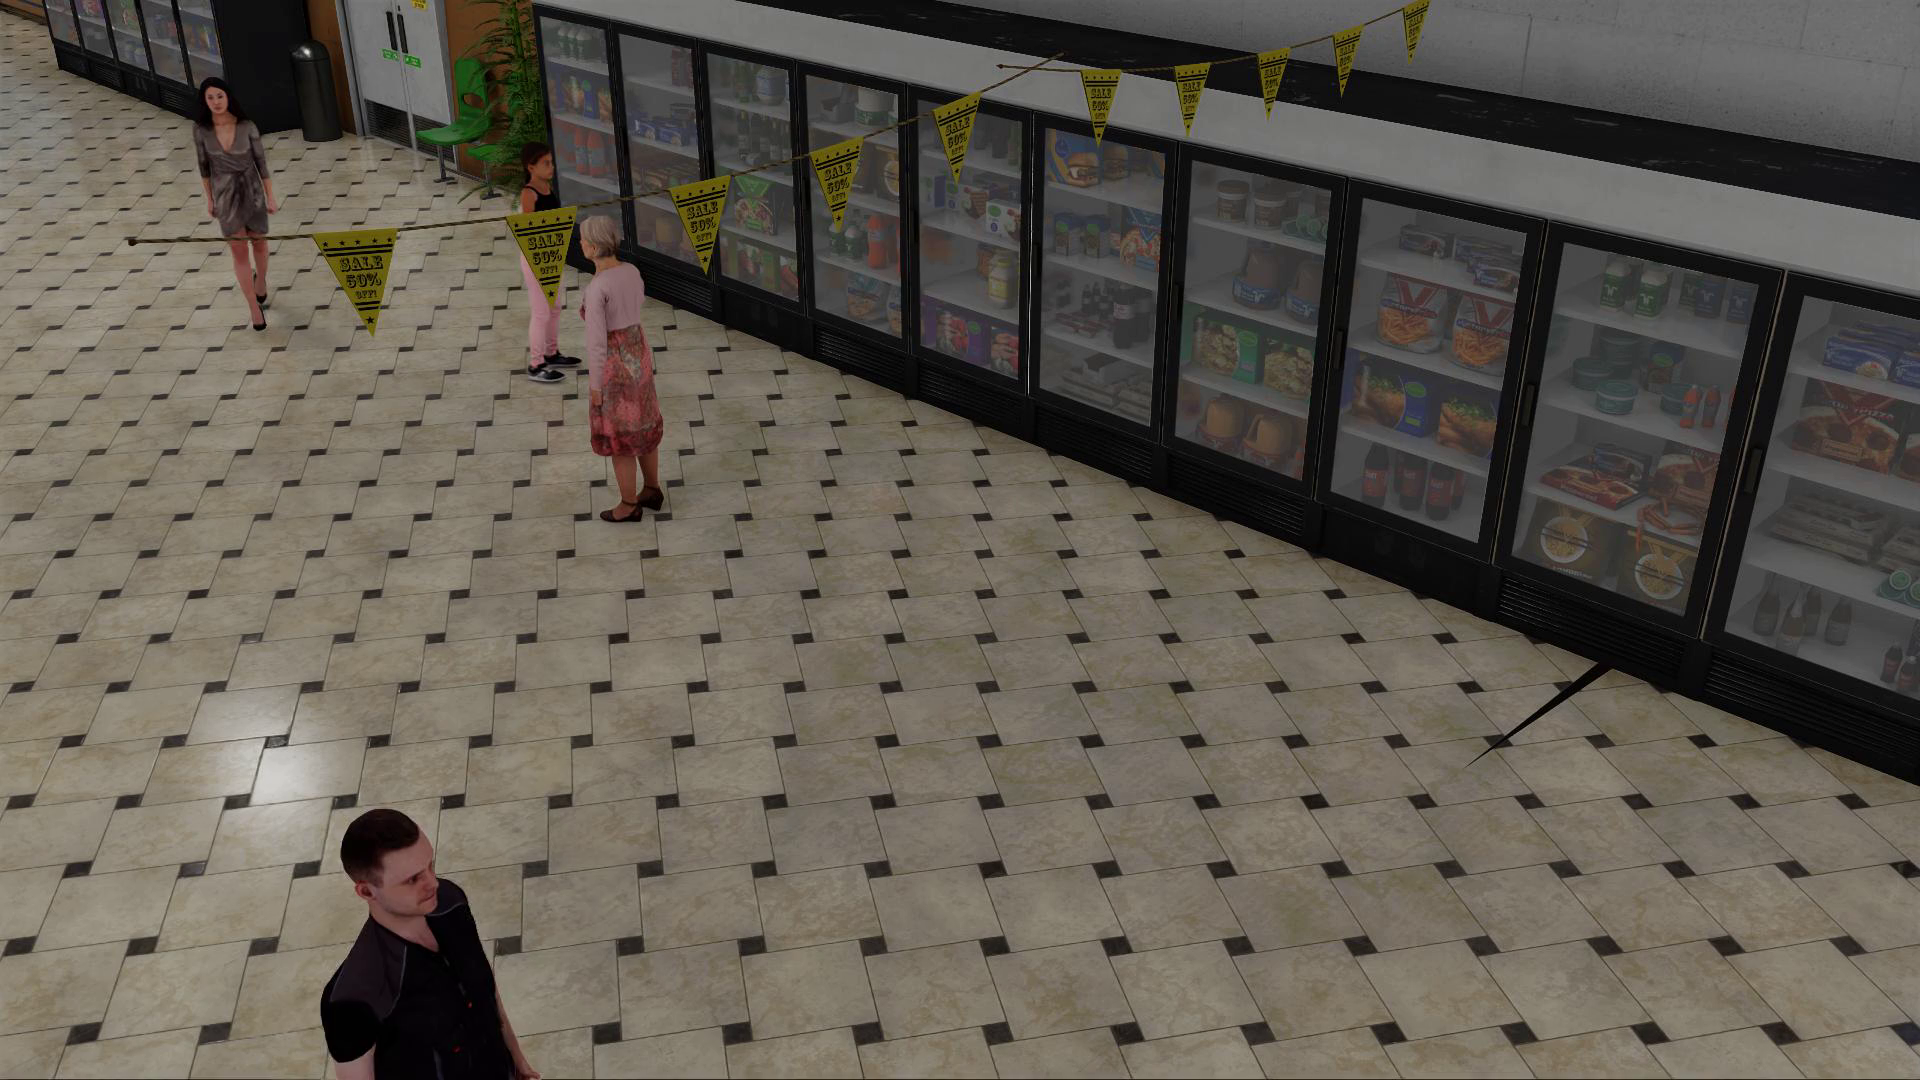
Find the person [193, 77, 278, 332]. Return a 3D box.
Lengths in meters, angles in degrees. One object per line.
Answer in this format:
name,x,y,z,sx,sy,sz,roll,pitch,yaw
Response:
person,-5.082,-2.394,11.767,1.085,1.709,0.933,-11,29,-20

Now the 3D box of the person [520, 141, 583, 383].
person,-2.712,-1.806,10.772,0.681,1.559,0.595,5,27,10

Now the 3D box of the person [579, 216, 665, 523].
person,-1.789,-0.896,8.832,0.721,1.693,0.611,12,29,21

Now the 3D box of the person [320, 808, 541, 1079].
person,-1.394,1.424,4.141,1.176,1.796,1.232,6,27,11
